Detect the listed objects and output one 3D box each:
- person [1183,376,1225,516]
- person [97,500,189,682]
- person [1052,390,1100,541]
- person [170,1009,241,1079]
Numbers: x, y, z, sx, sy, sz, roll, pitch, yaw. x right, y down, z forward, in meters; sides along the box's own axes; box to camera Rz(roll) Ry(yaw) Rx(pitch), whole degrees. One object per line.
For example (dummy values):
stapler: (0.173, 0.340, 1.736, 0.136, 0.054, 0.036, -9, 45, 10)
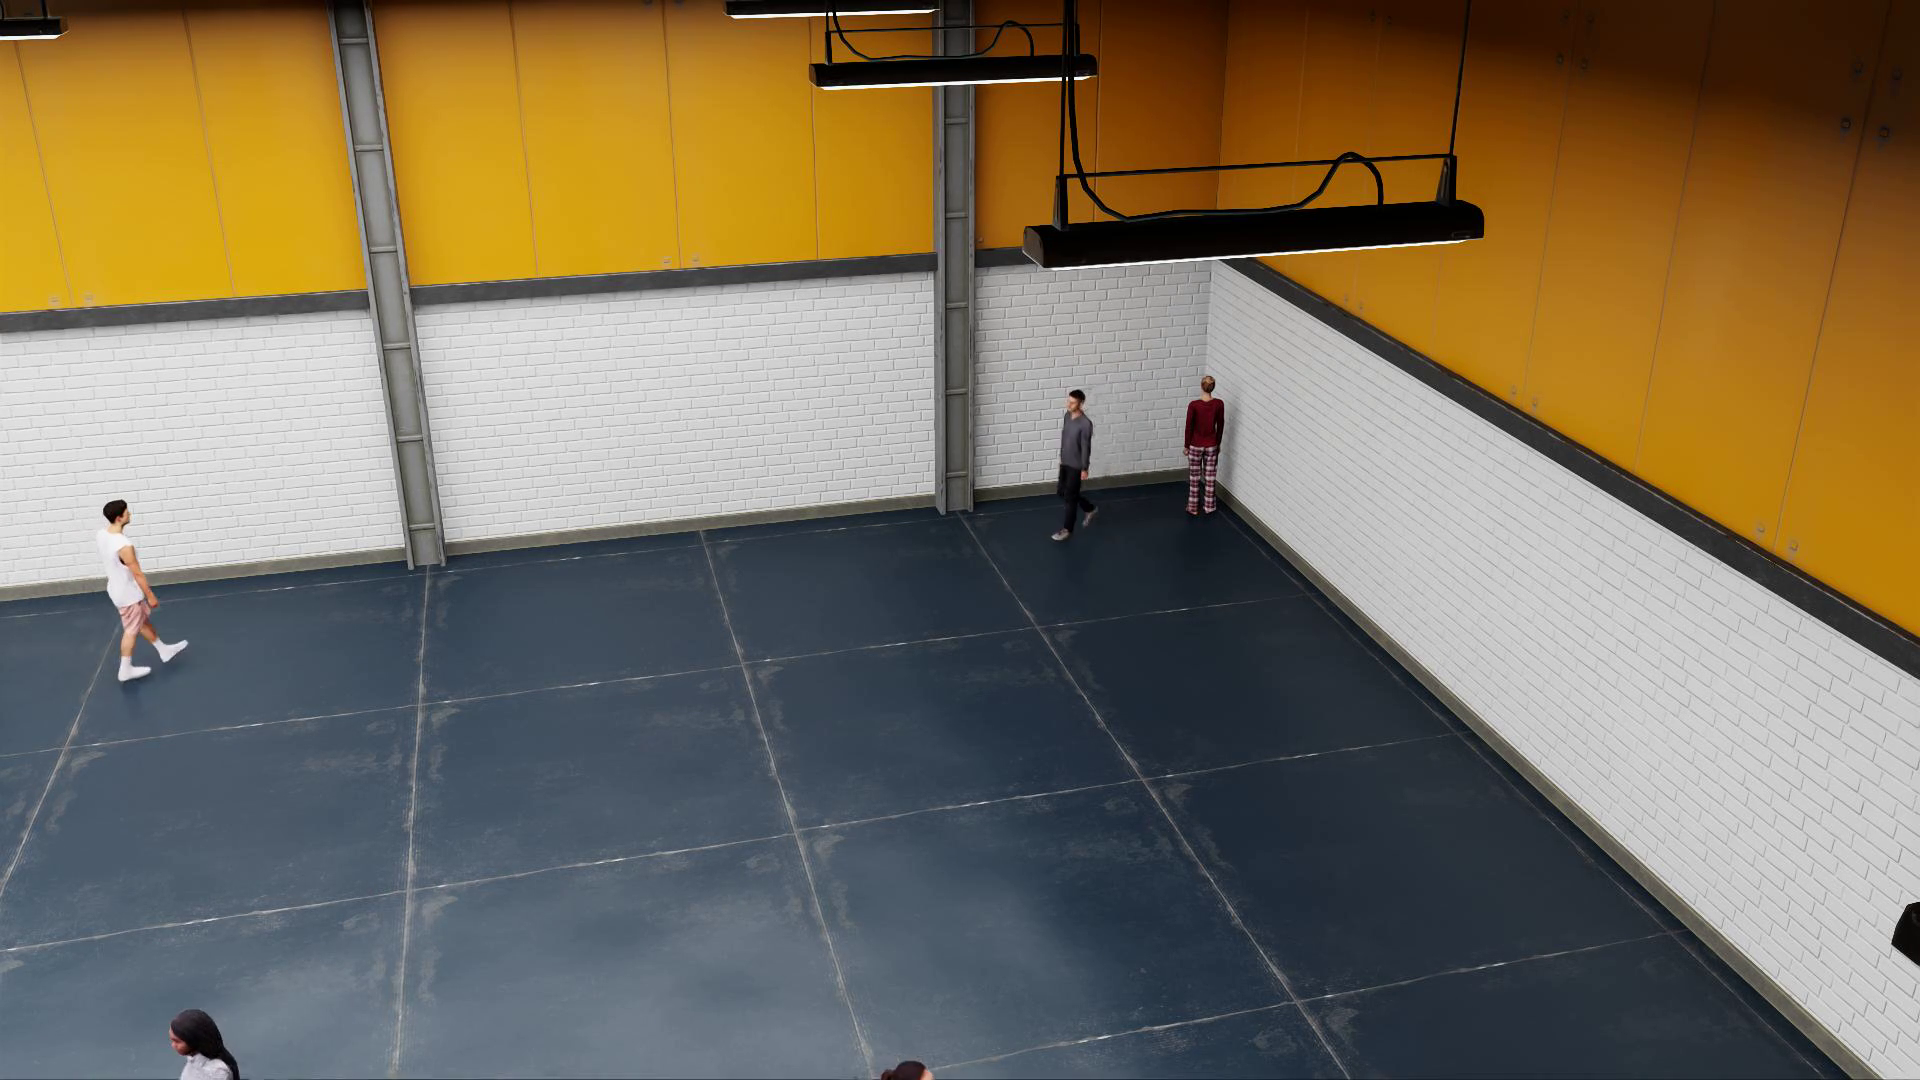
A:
person: (2.827, -1.112, 19.288, 0.461, 1.698, 0.691, -4, 24, -9)
person: (-7.836, 0.505, 15.514, 0.959, 1.757, 1.084, 20, 30, 37)
person: (1.337, -0.863, 18.654, 0.954, 1.750, 0.773, -13, 27, -28)
person: (-3.977, 3.289, 9.218, 1.095, 1.700, 0.875, -19, 30, -37)
